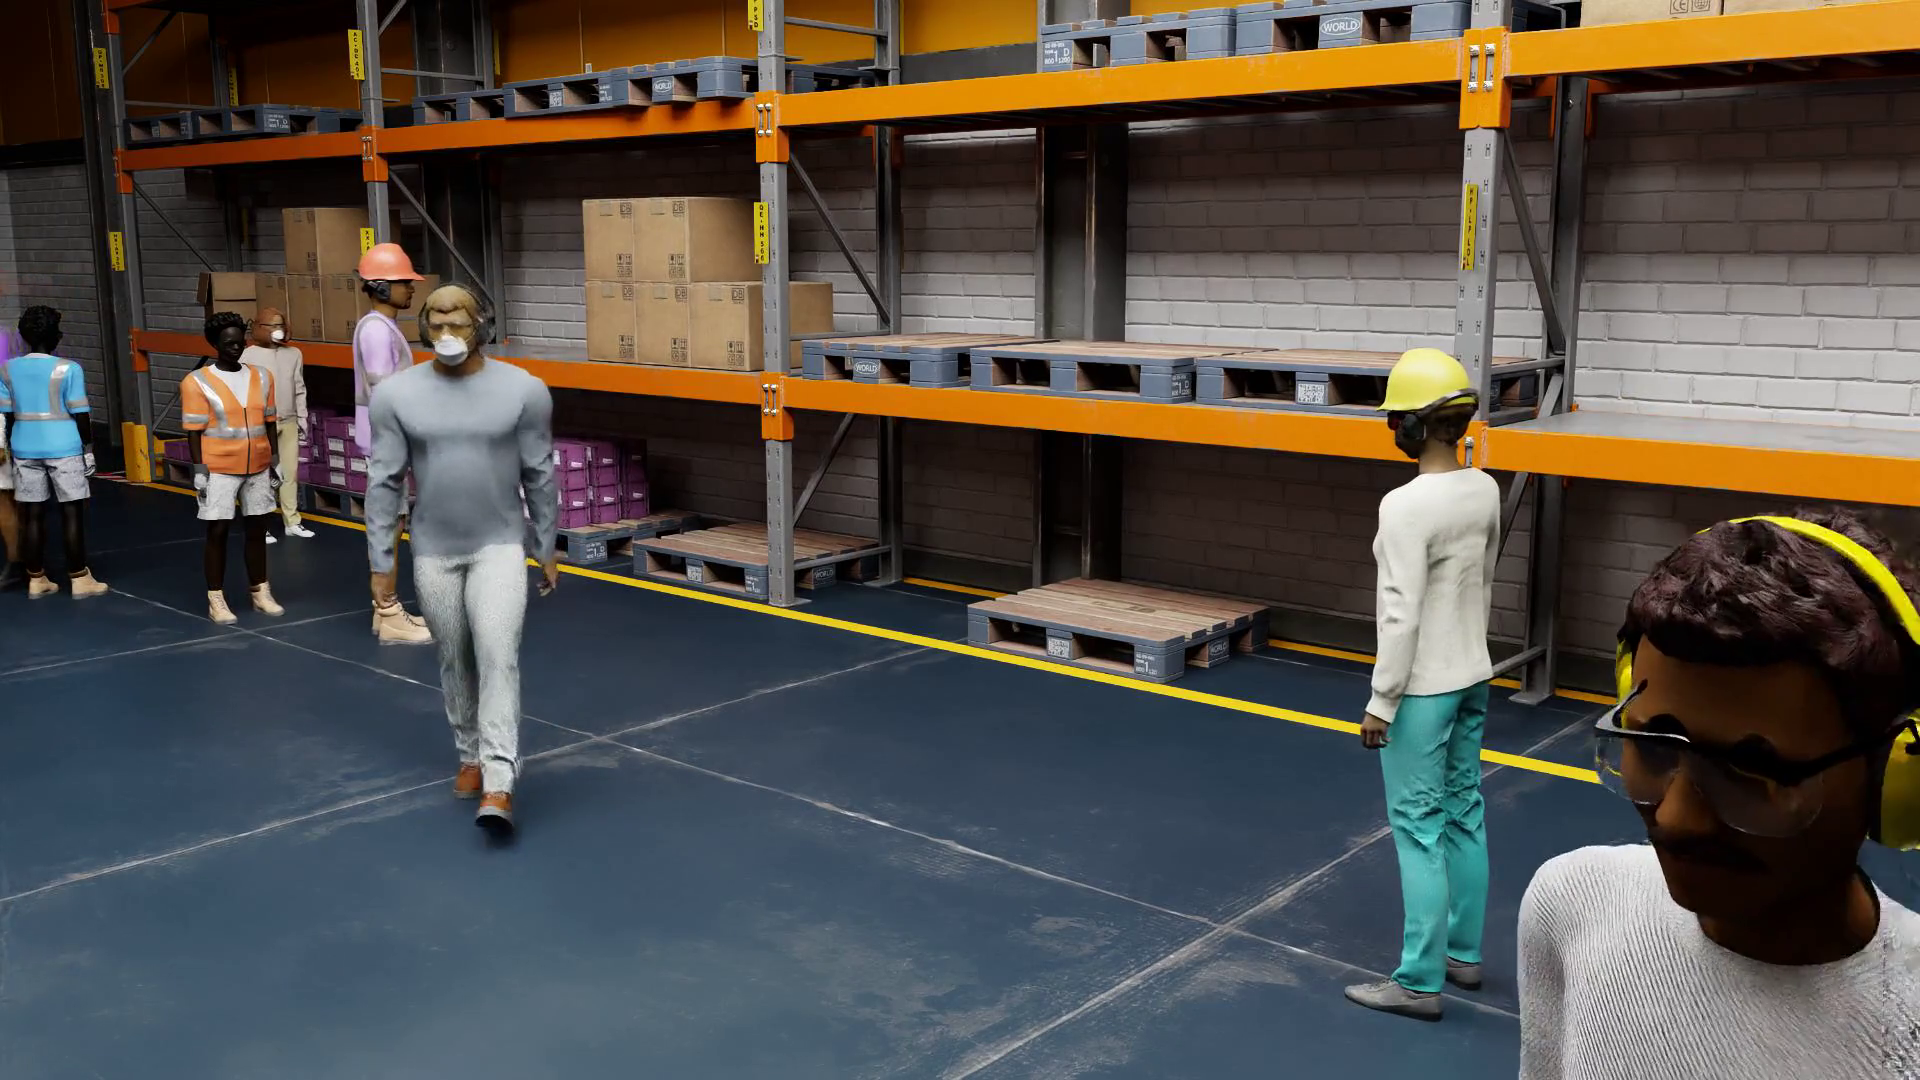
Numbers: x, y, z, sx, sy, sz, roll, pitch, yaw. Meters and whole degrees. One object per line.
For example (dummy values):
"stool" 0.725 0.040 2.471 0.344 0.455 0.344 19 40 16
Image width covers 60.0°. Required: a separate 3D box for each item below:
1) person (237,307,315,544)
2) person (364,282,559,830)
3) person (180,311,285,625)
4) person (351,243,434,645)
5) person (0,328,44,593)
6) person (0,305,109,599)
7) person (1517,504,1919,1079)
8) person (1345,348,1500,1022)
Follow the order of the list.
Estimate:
"person" -4.729 -0.791 11.480 0.284 1.625 0.492 6 12 32
"person" -1.751 0.066 5.821 0.646 1.892 0.952 -1 10 -6
"person" -3.921 -0.387 8.996 0.322 1.690 0.537 7 12 36
"person" -2.905 -0.487 8.544 0.381 2.045 0.605 -4 11 -21
"person" -5.686 -0.622 9.673 0.563 1.916 0.425 8 13 39
"person" -5.243 -0.498 9.593 0.541 1.695 0.316 1 10 5
"person" 0.660 0.873 1.375 0.539 1.847 0.510 -6 11 -29
"person" 1.222 0.380 4.407 0.328 1.765 0.532 10 14 43
